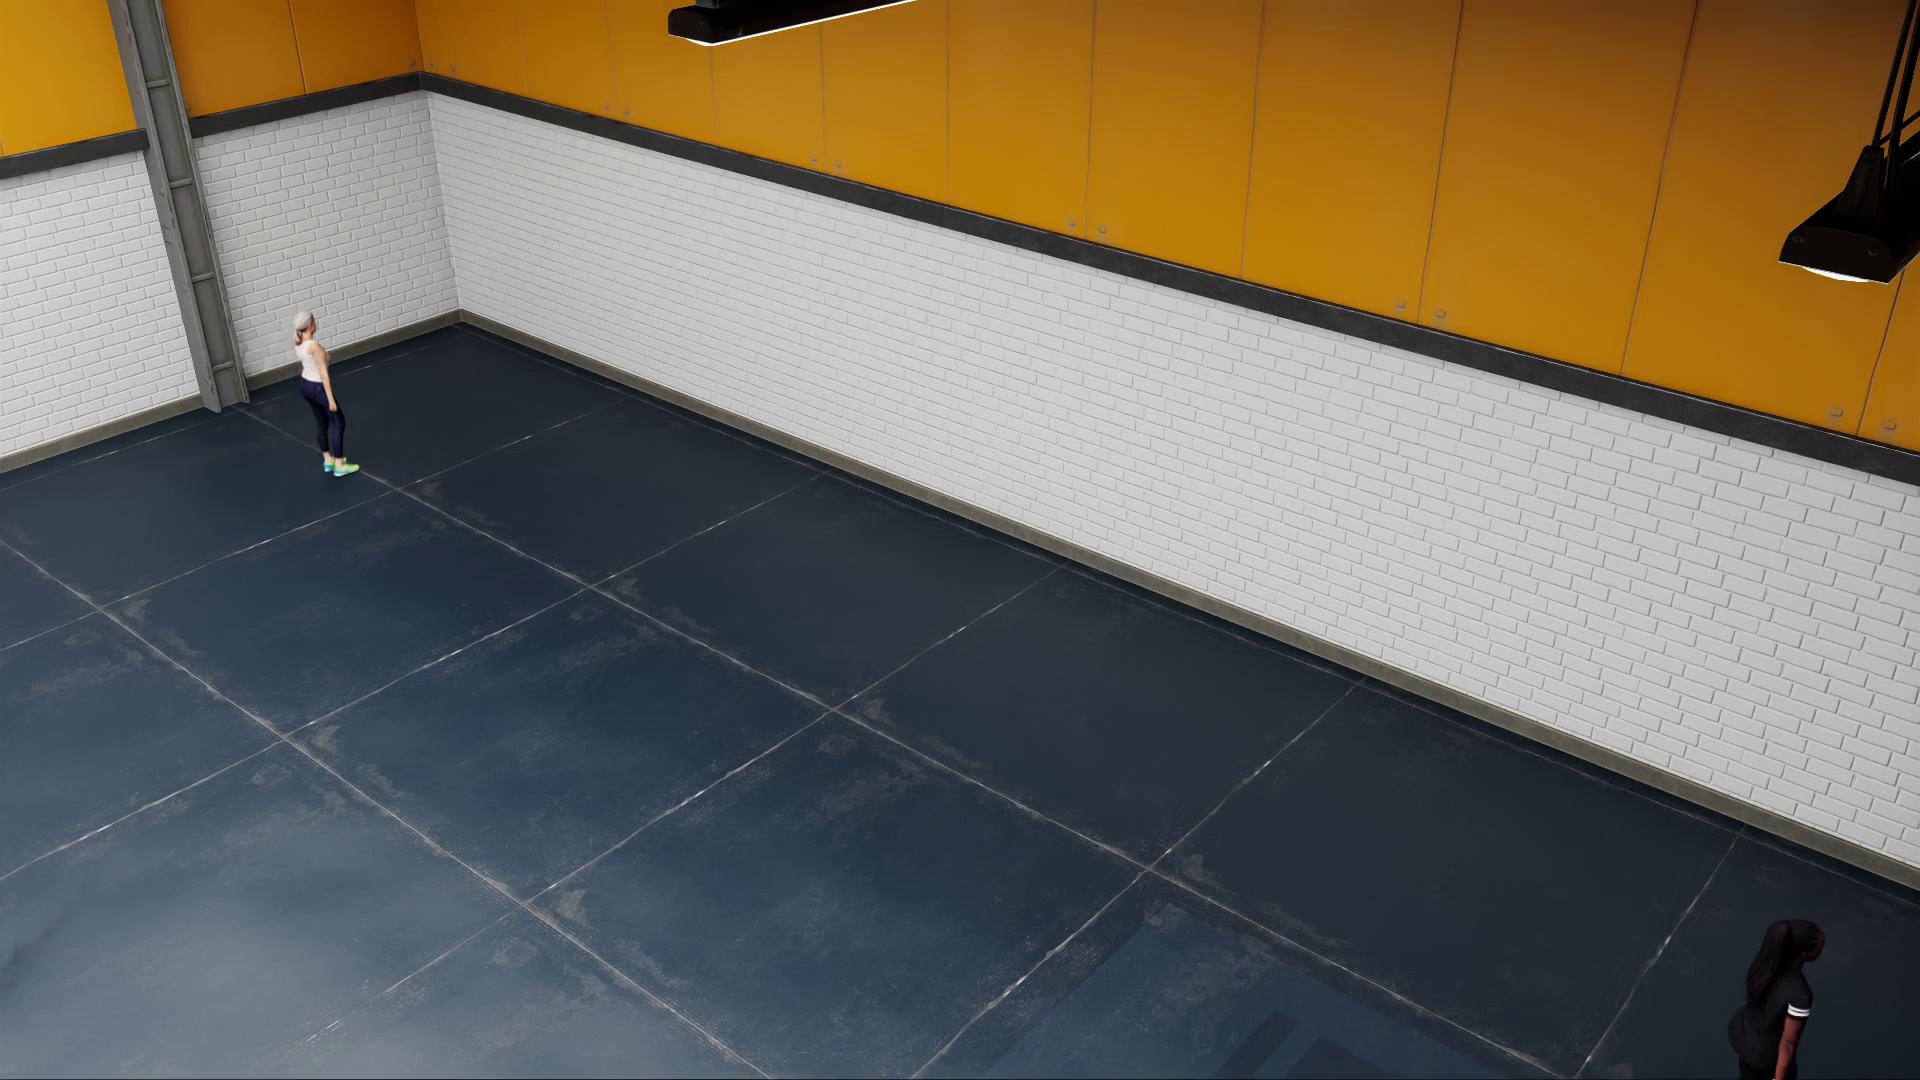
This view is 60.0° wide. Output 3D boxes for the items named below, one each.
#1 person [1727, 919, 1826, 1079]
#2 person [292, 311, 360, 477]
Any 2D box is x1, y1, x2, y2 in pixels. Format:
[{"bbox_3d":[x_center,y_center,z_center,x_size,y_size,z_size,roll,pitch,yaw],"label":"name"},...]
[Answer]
[{"bbox_3d":[4.198,2.707,8.845,0.919,1.719,0.850,-3,29,-5],"label":"person"},{"bbox_3d":[-6.400,-1.431,16.453,0.652,1.698,0.568,21,35,34],"label":"person"}]
